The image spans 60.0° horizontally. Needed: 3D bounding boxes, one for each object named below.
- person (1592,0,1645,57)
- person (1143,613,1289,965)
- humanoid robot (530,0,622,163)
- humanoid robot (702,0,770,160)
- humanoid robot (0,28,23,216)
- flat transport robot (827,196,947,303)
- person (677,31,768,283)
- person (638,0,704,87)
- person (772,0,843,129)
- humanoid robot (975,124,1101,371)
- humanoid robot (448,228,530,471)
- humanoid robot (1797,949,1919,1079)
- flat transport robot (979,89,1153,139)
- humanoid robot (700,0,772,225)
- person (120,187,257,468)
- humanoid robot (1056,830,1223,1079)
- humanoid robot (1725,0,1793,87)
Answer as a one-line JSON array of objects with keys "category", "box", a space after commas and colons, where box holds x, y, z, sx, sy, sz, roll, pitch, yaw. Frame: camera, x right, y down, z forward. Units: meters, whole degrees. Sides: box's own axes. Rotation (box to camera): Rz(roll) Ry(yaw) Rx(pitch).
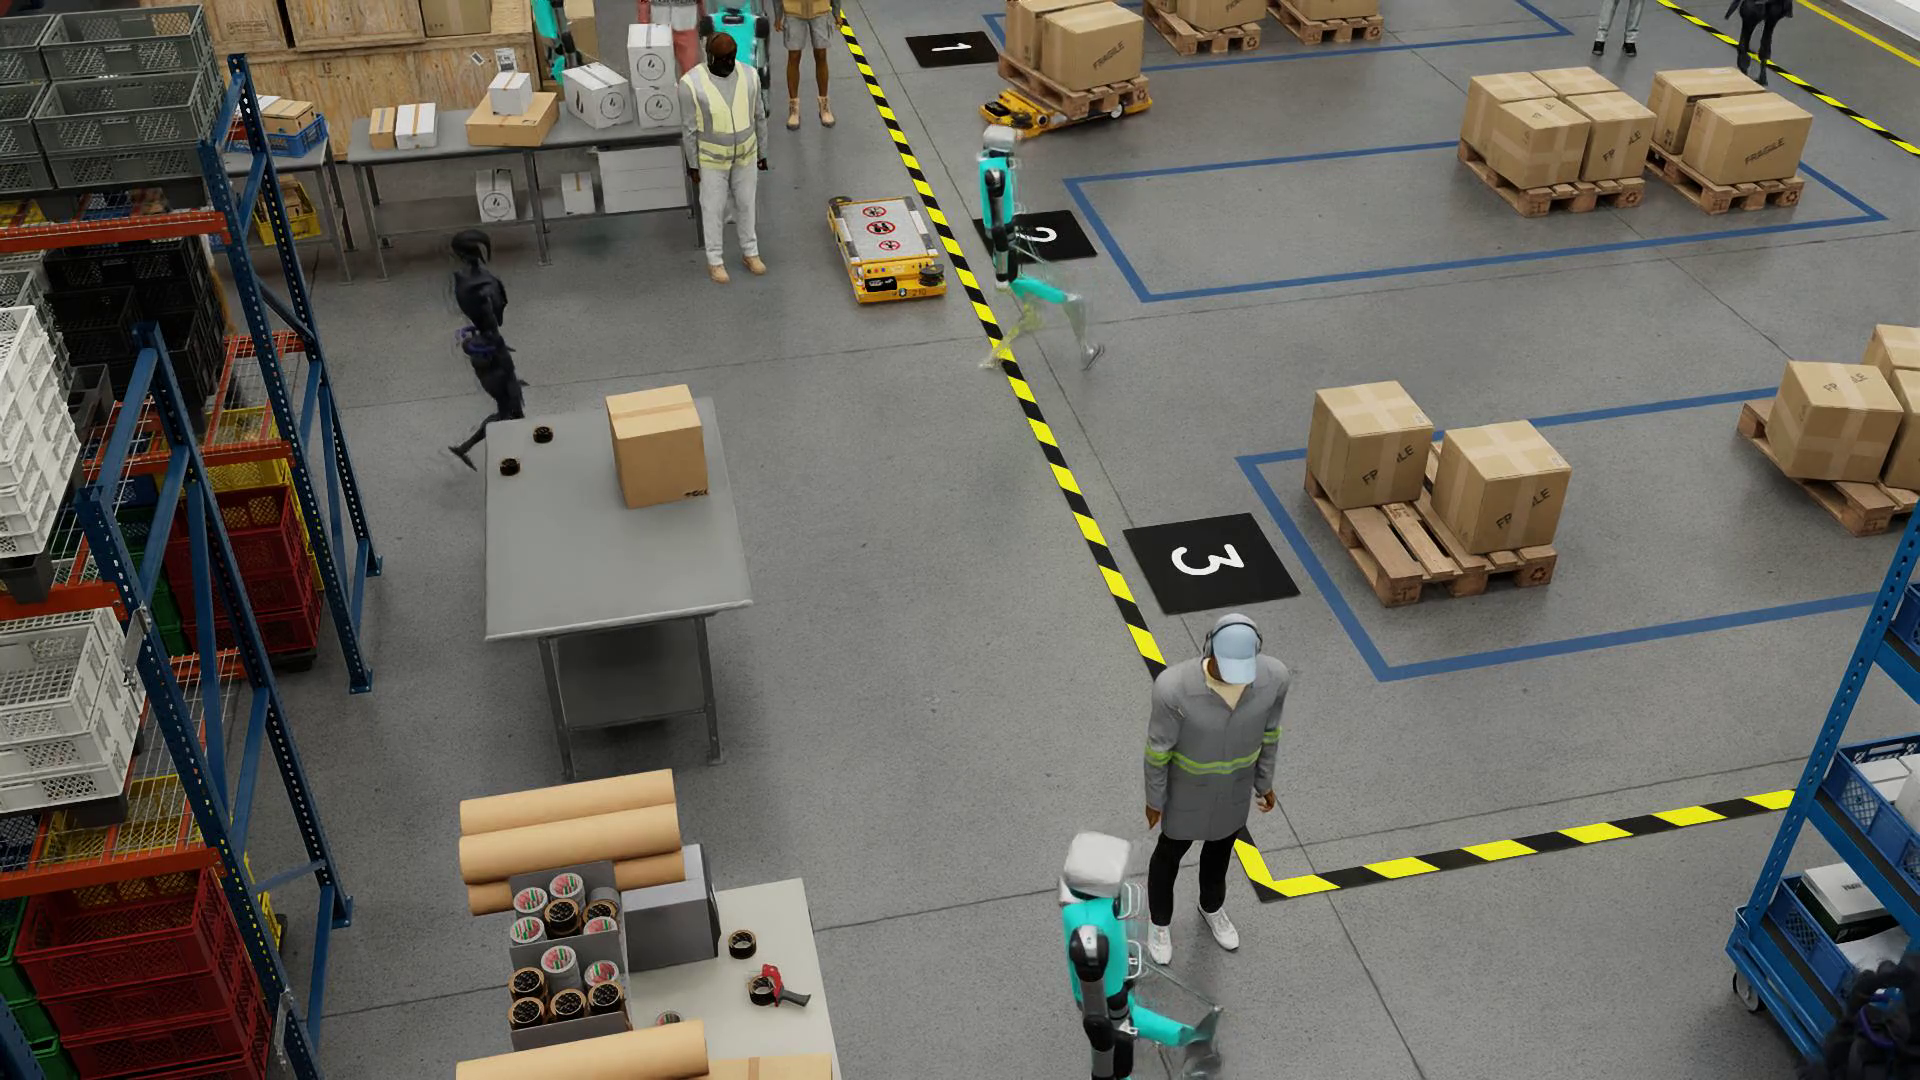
[{"category": "person", "box": [6.351, -5.456, 15.584, 0.586, 1.823, 0.403, 6, 37, 8]}, {"category": "person", "box": [1.038, 1.026, 6.853, 0.587, 1.847, 0.397, -8, 37, -11]}, {"category": "humanoid robot", "box": [-3.085, -3.910, 13.602, 0.794, 1.806, 0.540, -24, 43, -29]}, {"category": "humanoid robot", "box": [-1.779, -3.842, 13.541, 0.537, 1.844, 0.744, -8, 37, -11]}, {"category": "humanoid robot", "box": [-6.975, -2.738, 12.101, 0.721, 1.902, 0.544, -14, 39, -19]}, {"category": "flat transport robot", "box": [-0.570, -2.220, 12.538, 0.659, 0.231, 1.431, -8, 37, -10]}, {"category": "person", "box": [-1.666, -2.753, 11.947, 0.629, 1.835, 0.429, -17, 40, -22]}, {"category": "person", "box": [-2.382, -4.290, 13.959, 0.599, 1.889, 0.752, -5, 37, -7]}, {"category": "person", "box": [-1.294, -4.507, 14.126, 0.605, 2.045, 0.387, -5, 37, -6]}, {"category": "humanoid robot", "box": [0.567, -1.853, 10.842, 0.967, 1.772, 0.538, -1, 37, -1]}, {"category": "humanoid robot", "box": [-2.820, -1.054, 9.795, 0.563, 1.635, 0.599, -17, 40, -22]}, {"category": "humanoid robot", "box": [3.353, 1.826, 5.921, 0.608, 1.640, 0.409, 3, 37, 4]}, {"category": "flat transport robot", "box": [0.948, -3.903, 14.776, 1.431, 0.197, 0.652, -20, 41, -24]}, {"category": "humanoid robot", "box": [-1.730, -3.173, 12.603, 0.533, 1.736, 1.001, 4, 37, 5]}, {"category": "person", "box": [-4.621, -1.294, 9.980, 0.511, 1.836, 0.378, -24, 43, -29]}, {"category": "humanoid robot", "box": [0.706, 1.762, 5.994, 0.769, 1.816, 0.537, 3, 37, 4]}, {"category": "humanoid robot", "box": [7.230, -4.851, 14.915, 0.612, 1.652, 0.386, -6, 37, -8]}]
